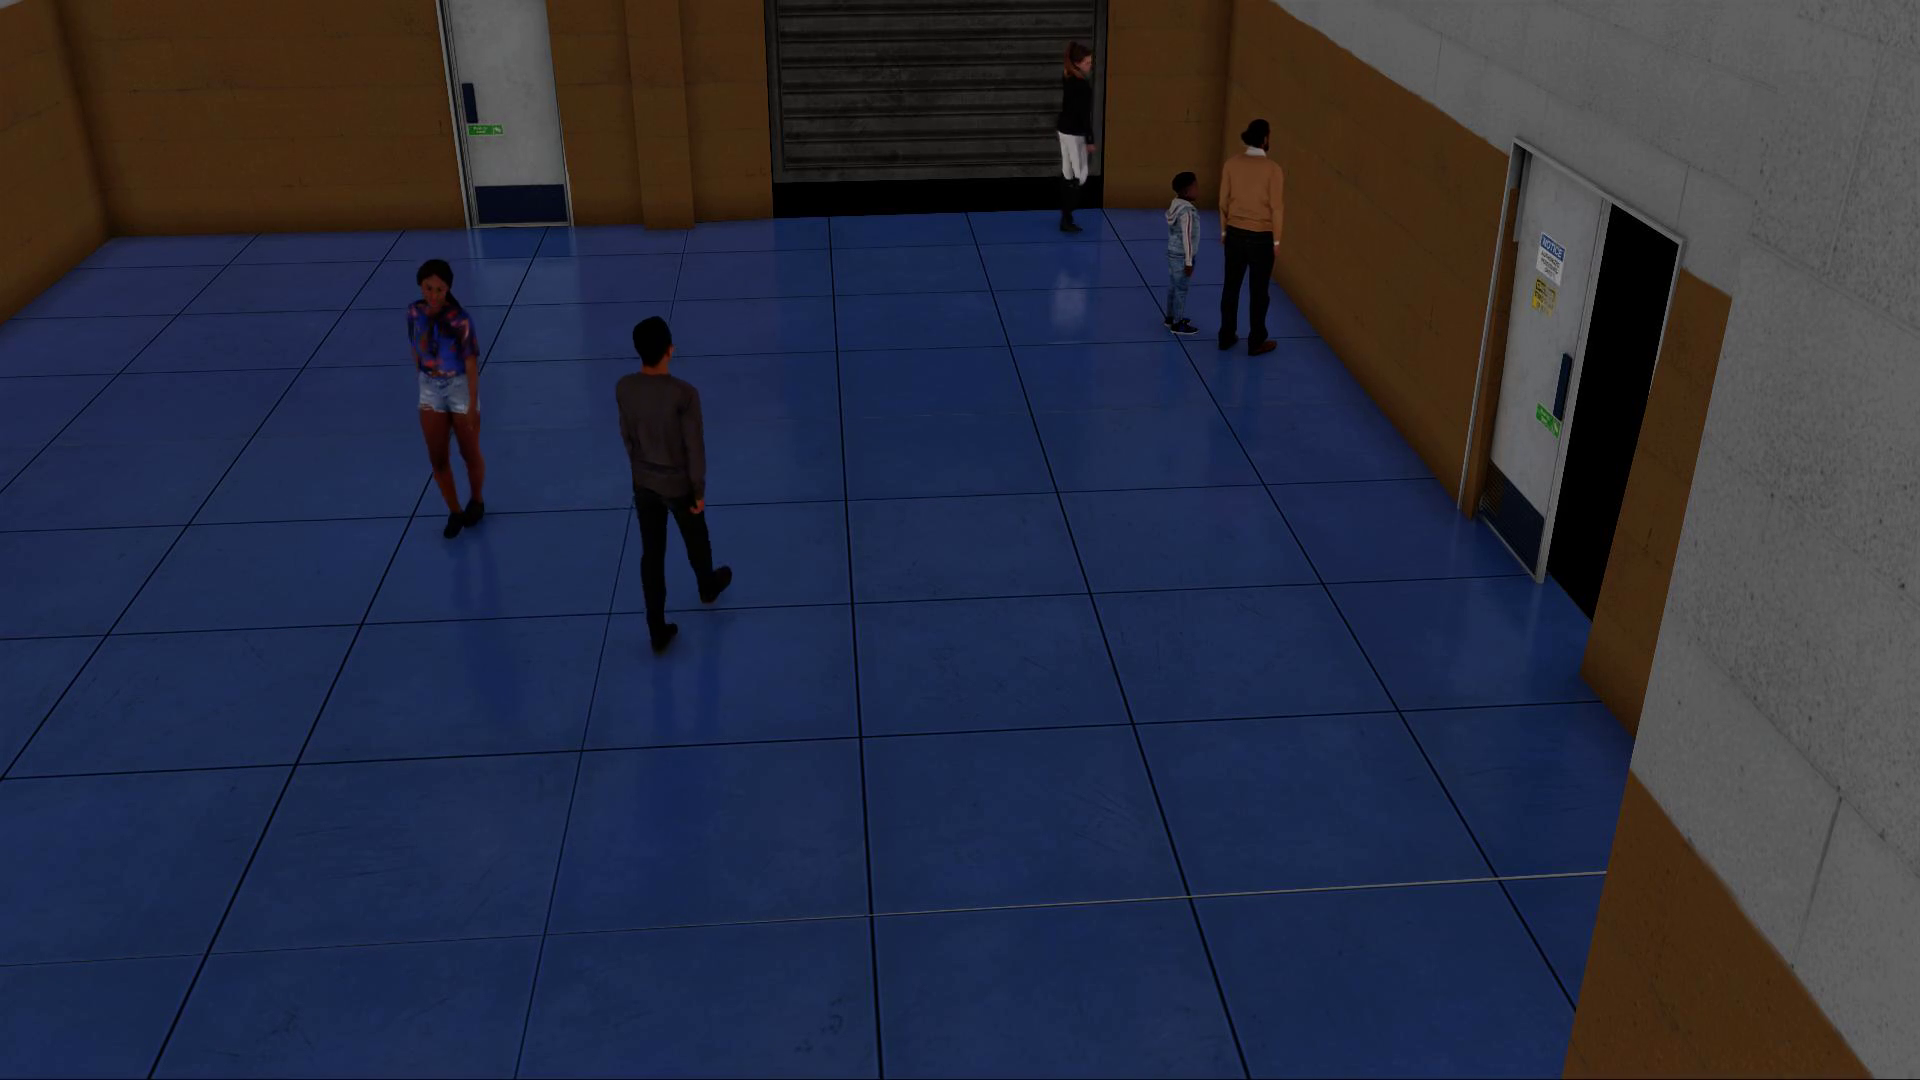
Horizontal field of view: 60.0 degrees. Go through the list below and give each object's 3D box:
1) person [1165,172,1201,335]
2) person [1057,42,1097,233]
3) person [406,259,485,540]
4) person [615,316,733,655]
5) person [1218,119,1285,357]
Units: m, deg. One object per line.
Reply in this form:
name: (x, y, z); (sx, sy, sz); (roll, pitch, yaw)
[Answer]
person: (1.728, -2.250, 12.968); (0.487, 1.261, 0.483); (-3, 27, -6)
person: (1.032, -3.738, 15.370); (0.688, 1.725, 0.827); (-18, 32, -31)
person: (-2.959, -0.833, 9.685); (0.716, 1.702, 0.743); (8, 28, 15)
person: (-1.552, -0.239, 8.471); (1.062, 1.741, 0.961); (19, 32, 33)
person: (2.167, -2.255, 12.428); (0.736, 1.751, 0.816); (17, 32, 30)
